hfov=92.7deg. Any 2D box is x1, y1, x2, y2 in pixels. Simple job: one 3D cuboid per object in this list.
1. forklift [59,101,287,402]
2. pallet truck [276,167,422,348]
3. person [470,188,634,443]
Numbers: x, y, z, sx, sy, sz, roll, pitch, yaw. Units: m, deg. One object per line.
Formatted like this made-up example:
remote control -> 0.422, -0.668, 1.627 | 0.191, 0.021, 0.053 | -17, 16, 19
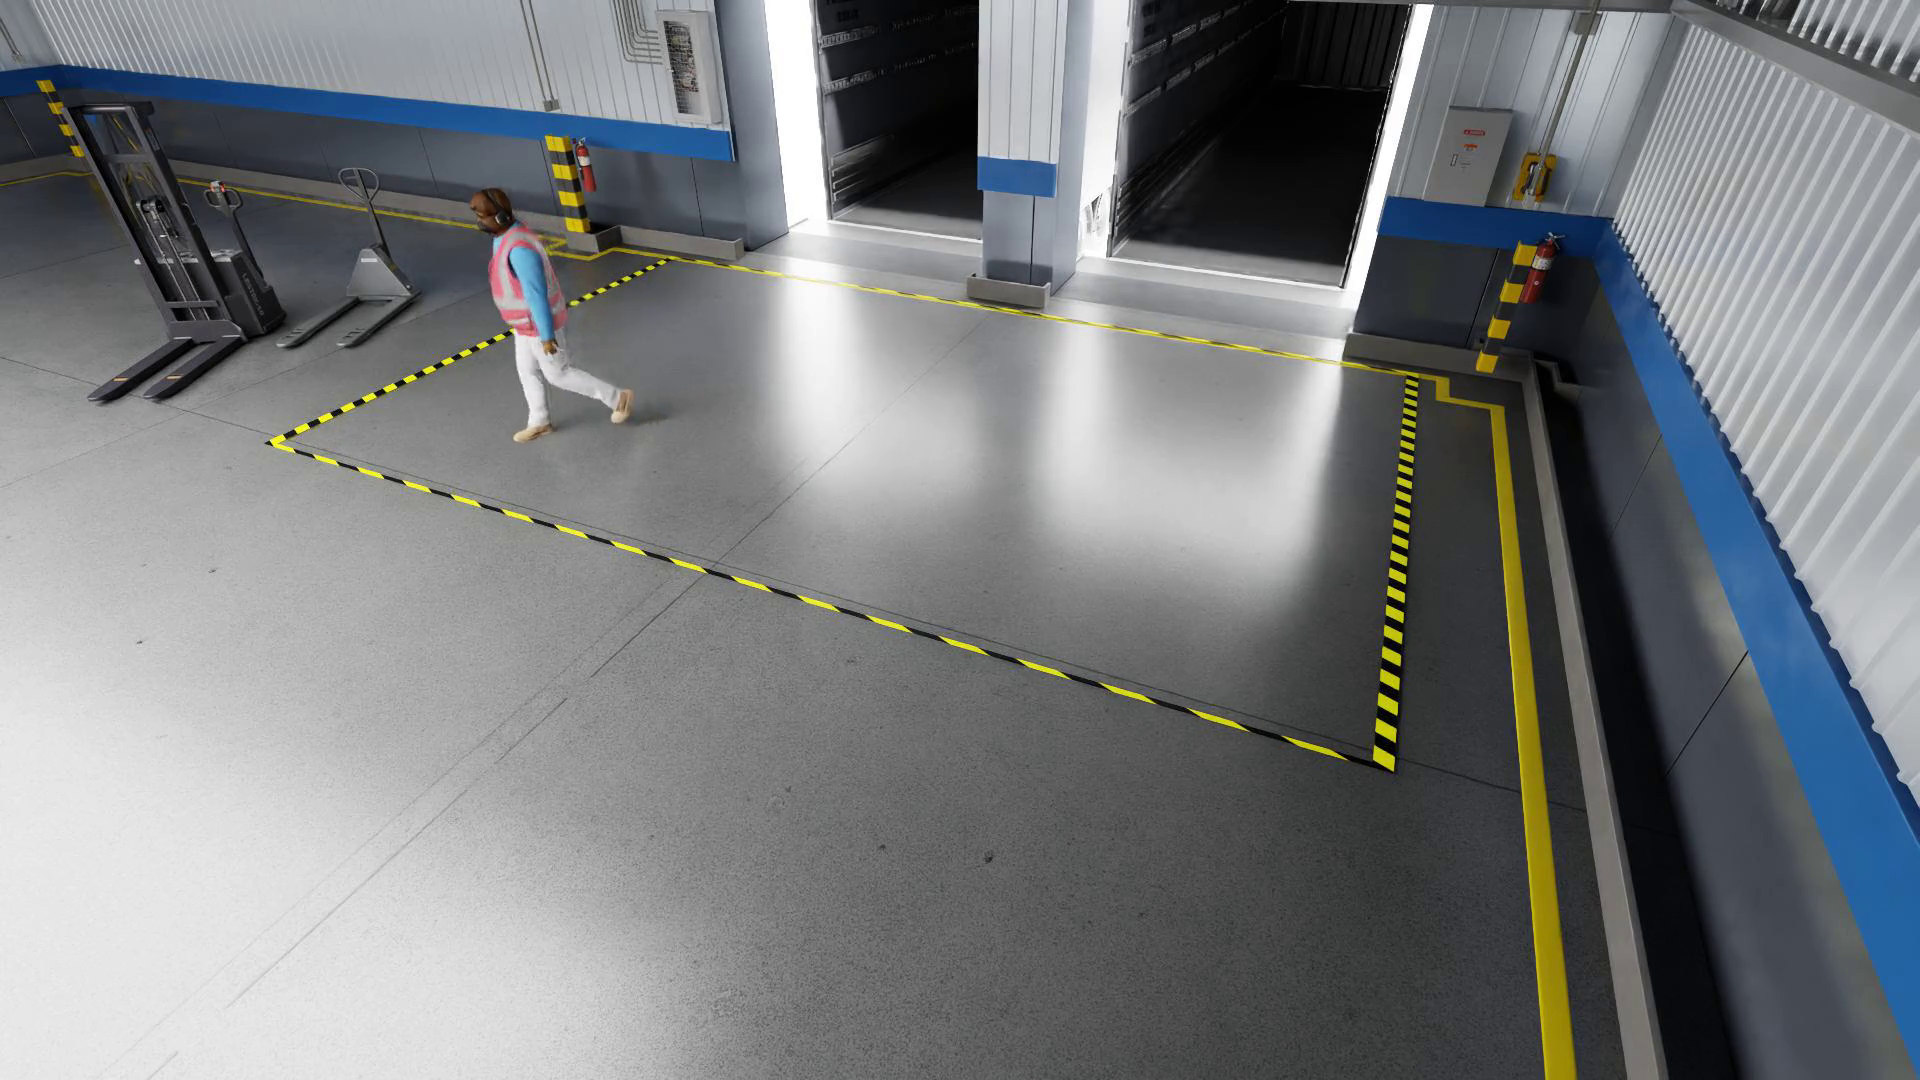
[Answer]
forklift -> -6.686, -2.387, 7.434 | 0.823, 1.965, 1.885 | -3, 35, -5
pallet truck -> -5.732, -2.611, 8.414 | 0.680, 1.201, 1.601 | -1, 35, -1
person -> -2.889, -1.548, 6.411 | 0.864, 1.800, 0.660 | -20, 39, -26
